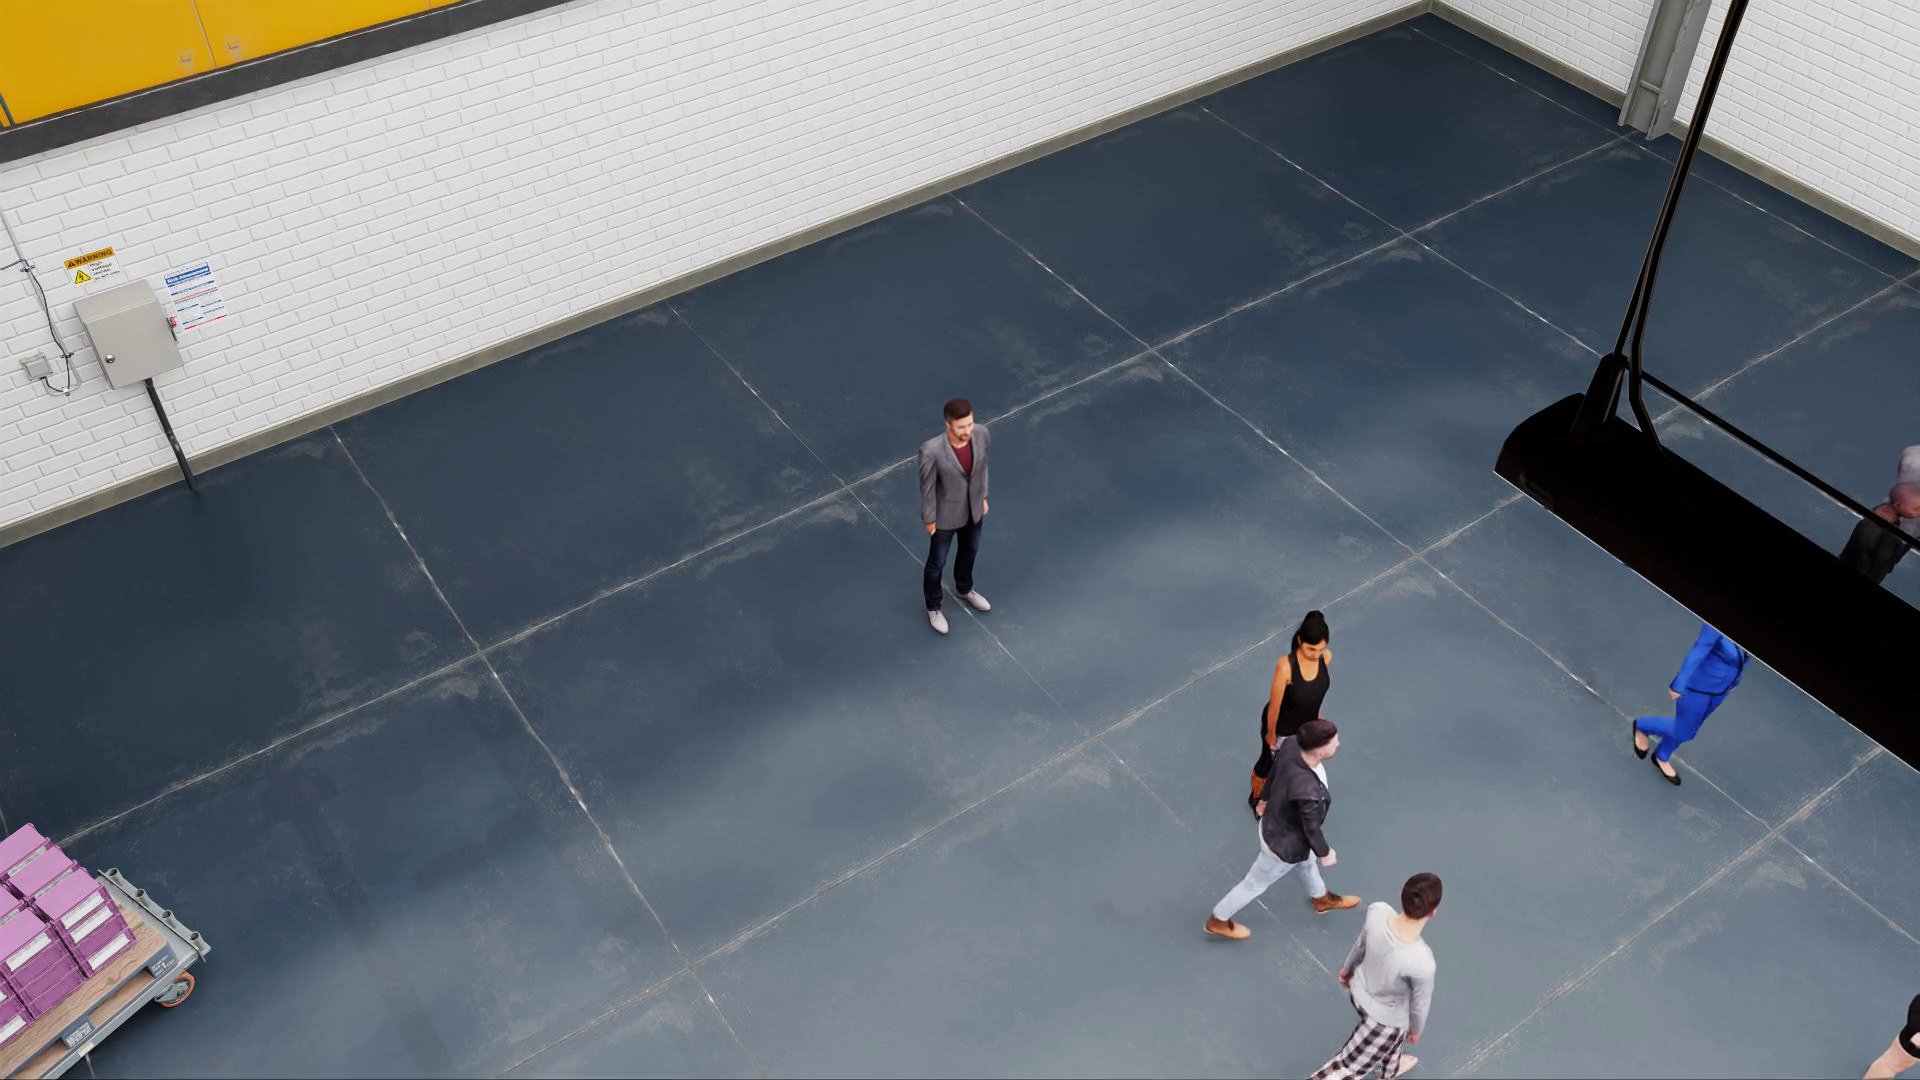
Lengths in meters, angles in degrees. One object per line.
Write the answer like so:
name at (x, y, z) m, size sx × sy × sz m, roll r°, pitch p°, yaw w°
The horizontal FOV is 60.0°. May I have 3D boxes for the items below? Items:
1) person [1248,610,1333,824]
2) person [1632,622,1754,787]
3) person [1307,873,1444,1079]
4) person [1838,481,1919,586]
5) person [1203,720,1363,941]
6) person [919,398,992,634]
person at (1.966, 1.040, 9.877) m, size 0.572 × 1.668 × 0.503 m, roll -24°, pitch 49°, yaw -23°
person at (4.475, 0.790, 10.129) m, size 0.675 × 1.682 × 0.717 m, roll -15°, pitch 46°, yaw -16°
person at (2.046, 2.381, 8.374) m, size 0.880 × 1.800 × 1.125 m, roll -17°, pitch 46°, yaw -17°
person at (5.633, 0.236, 10.674) m, size 0.657 × 1.733 × 0.726 m, roll -34°, pitch 53°, yaw -30°
person at (1.697, 1.632, 9.159) m, size 1.153 × 1.801 × 1.189 m, roll 1°, pitch 44°, yaw 1°
person at (-0.027, -0.204, 11.035) m, size 0.672 × 1.873 × 0.586 m, roll -24°, pitch 49°, yaw -23°
